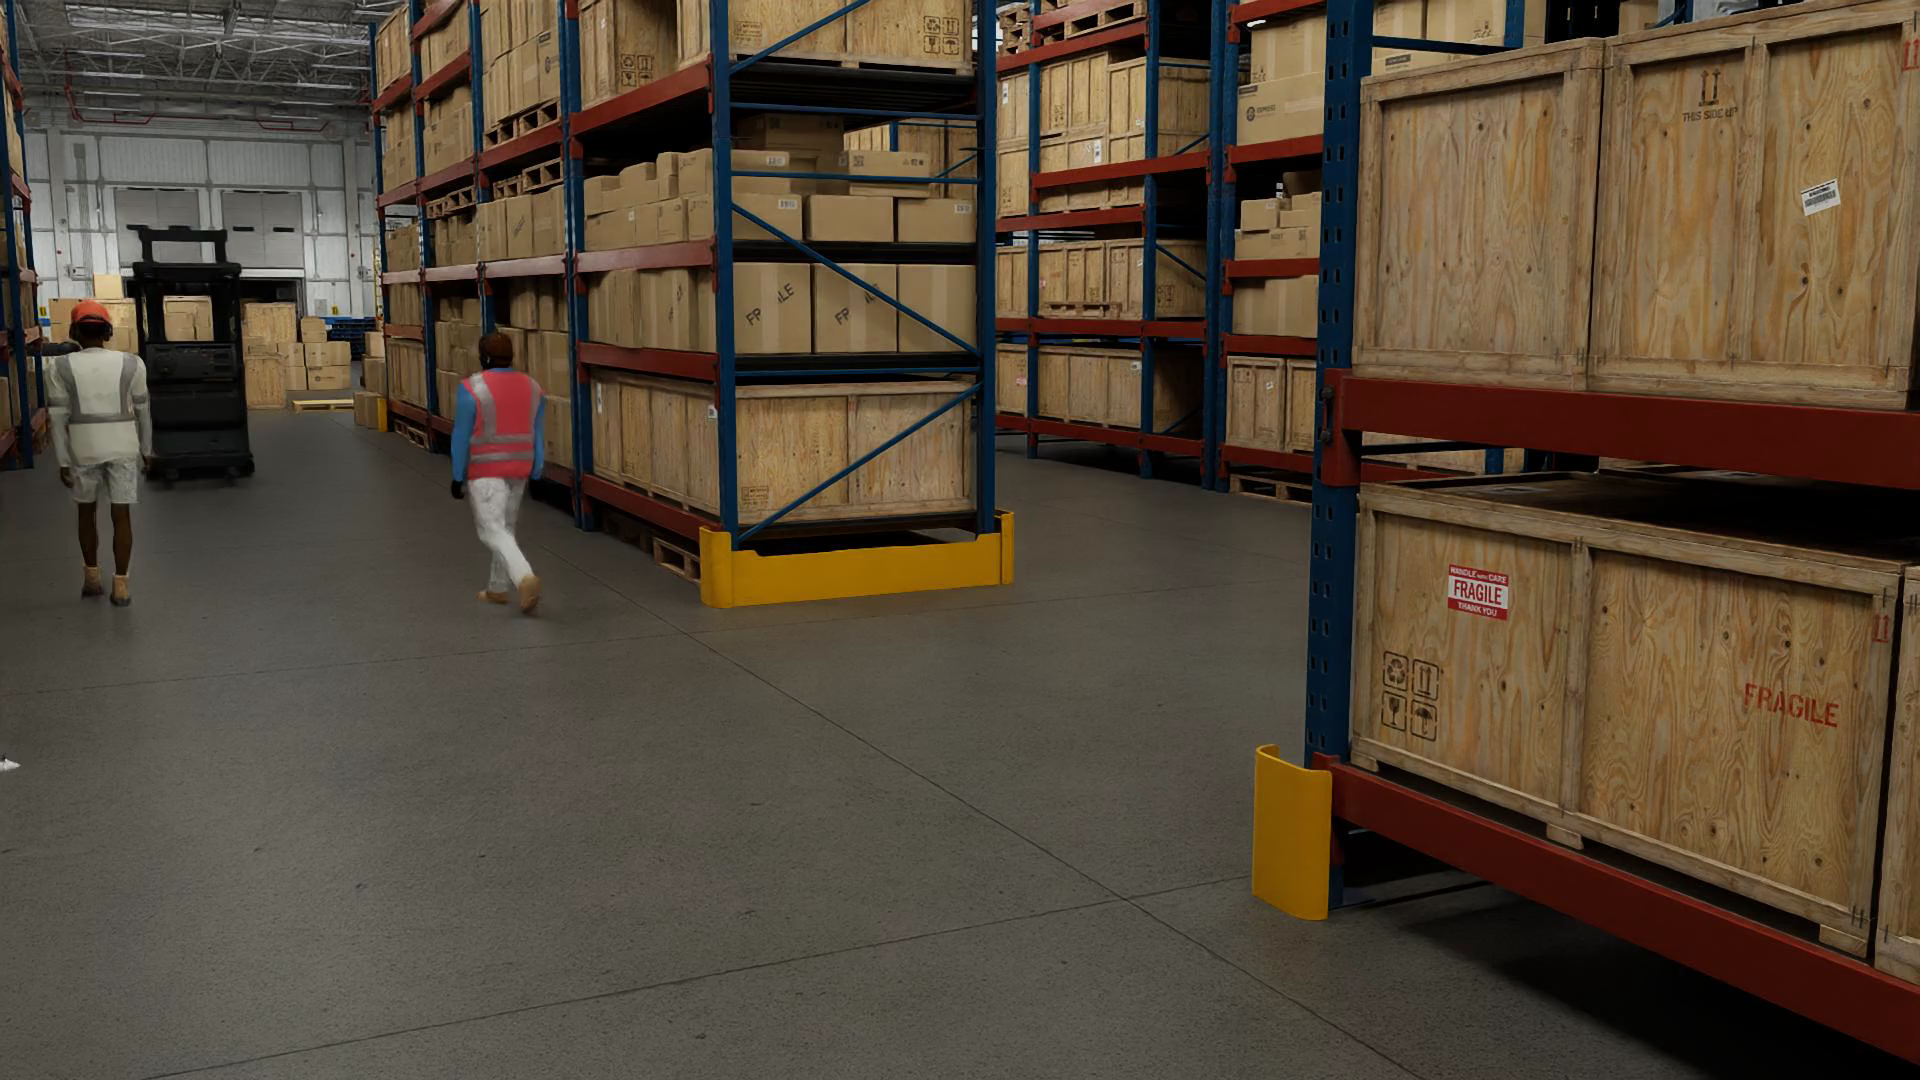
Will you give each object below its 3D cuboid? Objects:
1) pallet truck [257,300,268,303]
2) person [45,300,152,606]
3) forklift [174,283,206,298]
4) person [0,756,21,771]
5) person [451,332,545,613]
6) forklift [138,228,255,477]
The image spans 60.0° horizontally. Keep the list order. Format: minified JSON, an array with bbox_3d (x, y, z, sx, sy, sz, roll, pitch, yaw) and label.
[{"bbox_3d":[-23.913,-7.404,58.171,1.885,1.965,0.823,-1,8,-9],"label":"pallet truck"},{"bbox_3d":[-5.728,-0.588,11.118,0.620,2.005,0.850,-5,9,-29],"label":"person"},{"bbox_3d":[-23.801,-6.887,51.578,1.873,2.768,1.129,6,10,37],"label":"forklift"},{"bbox_3d":[-4.381,0.195,7.113,0.607,1.618,0.505,0,8,1],"label":"person"},{"bbox_3d":[-2.937,-0.435,10.738,0.822,1.818,0.621,7,11,38],"label":"person"},{"bbox_3d":[-8.960,-2.215,19.362,1.129,2.768,1.873,-4,9,-26],"label":"forklift"}]
